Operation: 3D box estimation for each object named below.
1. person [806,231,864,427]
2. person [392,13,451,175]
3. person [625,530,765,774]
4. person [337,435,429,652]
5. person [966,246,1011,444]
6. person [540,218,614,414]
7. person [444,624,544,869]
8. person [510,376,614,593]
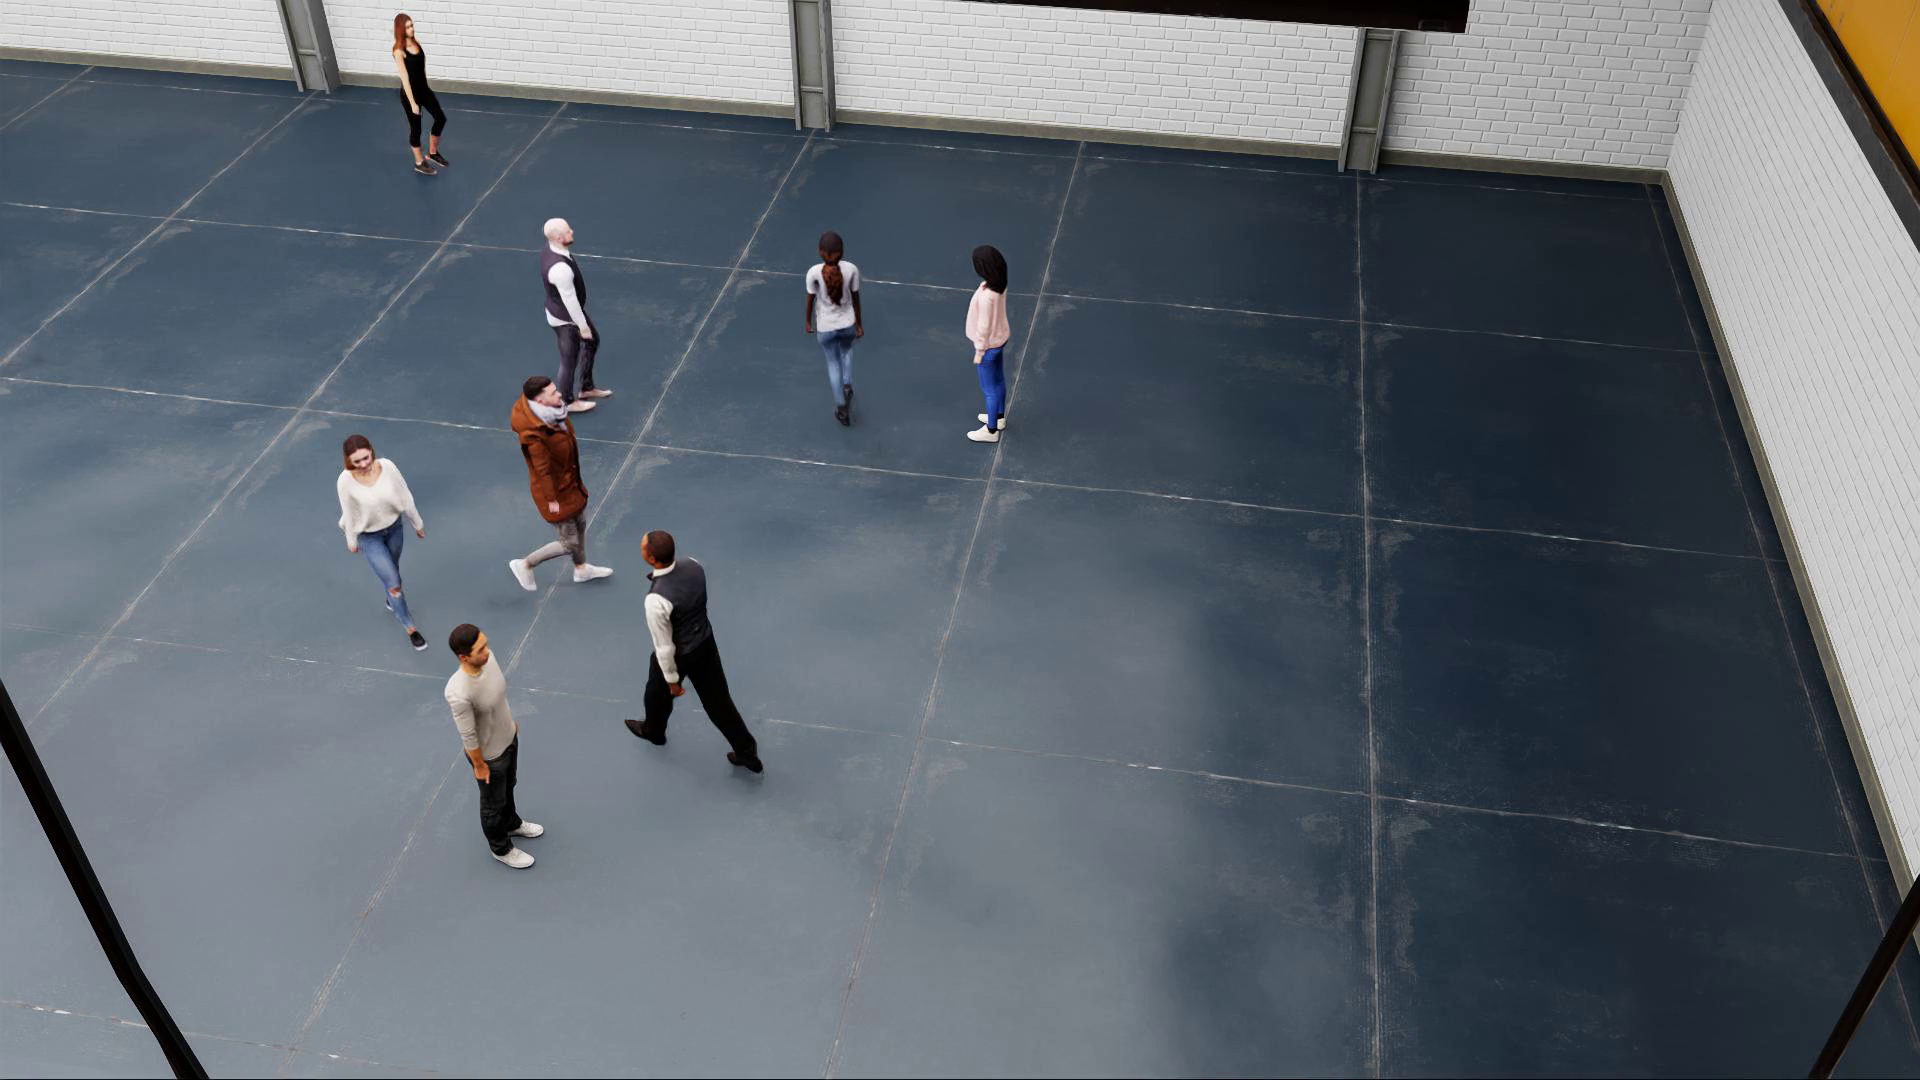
[{"bbox_3d":[-0.998,-1.700,13.657,0.806,1.706,0.836,-11,40,-14],"label":"person"},{"bbox_3d":[-5.740,-4.649,17.346,0.695,1.711,0.658,18,42,21],"label":"person"},{"bbox_3d":[-1.646,0.742,10.469,1.396,1.868,1.072,23,44,26],"label":"person"},{"bbox_3d":[-4.106,-0.081,11.666,0.962,1.662,1.059,-29,47,-32],"label":"person"},{"bbox_3d":[0.257,-1.586,13.466,0.618,1.766,0.685,14,41,17],"label":"person"},{"bbox_3d":[-3.316,-1.805,13.711,0.887,1.802,0.851,-13,40,-15],"label":"person"},{"bbox_3d":[-2.820,1.207,9.933,0.546,1.811,0.653,5,39,6],"label":"person"},{"bbox_3d":[-2.956,-0.357,11.883,1.012,1.821,0.834,-3,39,-3],"label":"person"}]
